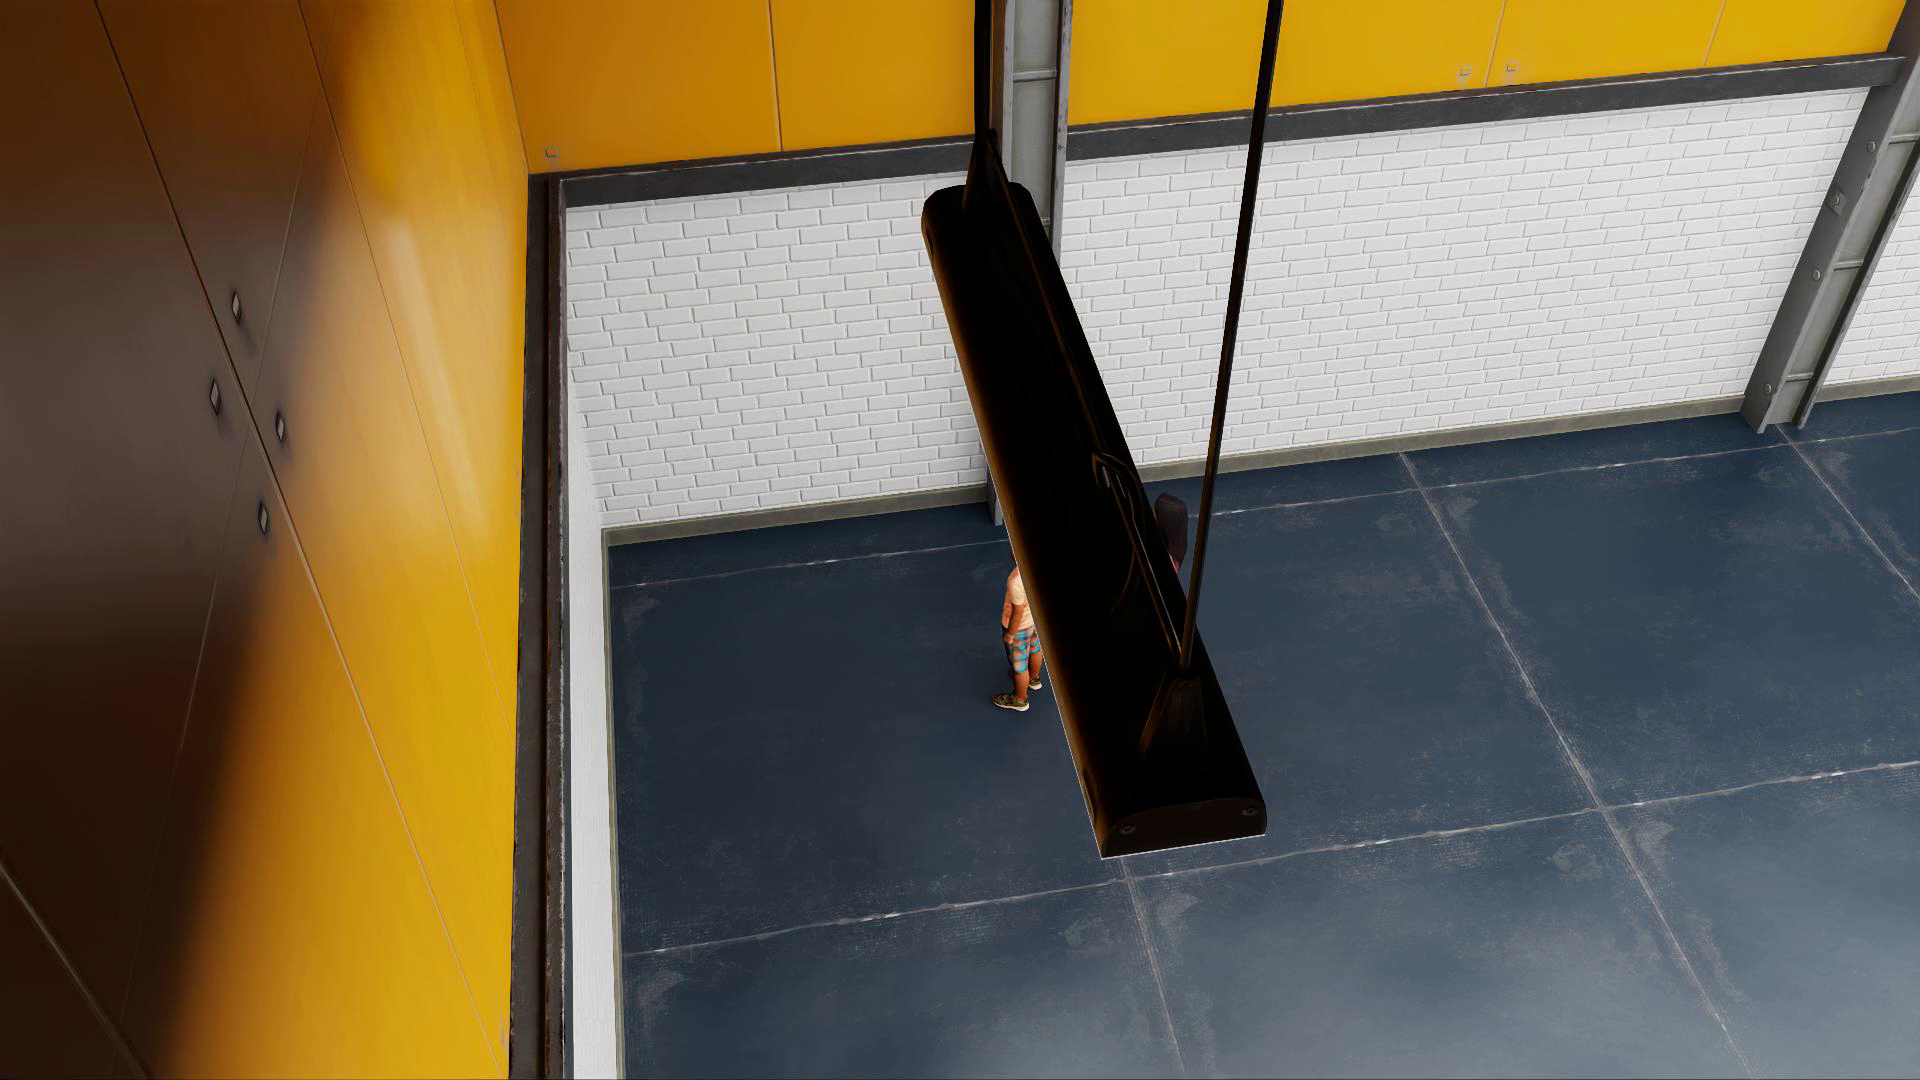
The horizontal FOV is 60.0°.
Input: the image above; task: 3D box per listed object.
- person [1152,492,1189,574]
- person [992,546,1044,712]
[{"bbox_3d":[1.223,0.384,10.312,0.632,1.742,0.649,9,44,9],"label":"person"},{"bbox_3d":[0.402,0.484,10.411,0.646,1.461,0.603,20,47,20],"label":"person"}]
